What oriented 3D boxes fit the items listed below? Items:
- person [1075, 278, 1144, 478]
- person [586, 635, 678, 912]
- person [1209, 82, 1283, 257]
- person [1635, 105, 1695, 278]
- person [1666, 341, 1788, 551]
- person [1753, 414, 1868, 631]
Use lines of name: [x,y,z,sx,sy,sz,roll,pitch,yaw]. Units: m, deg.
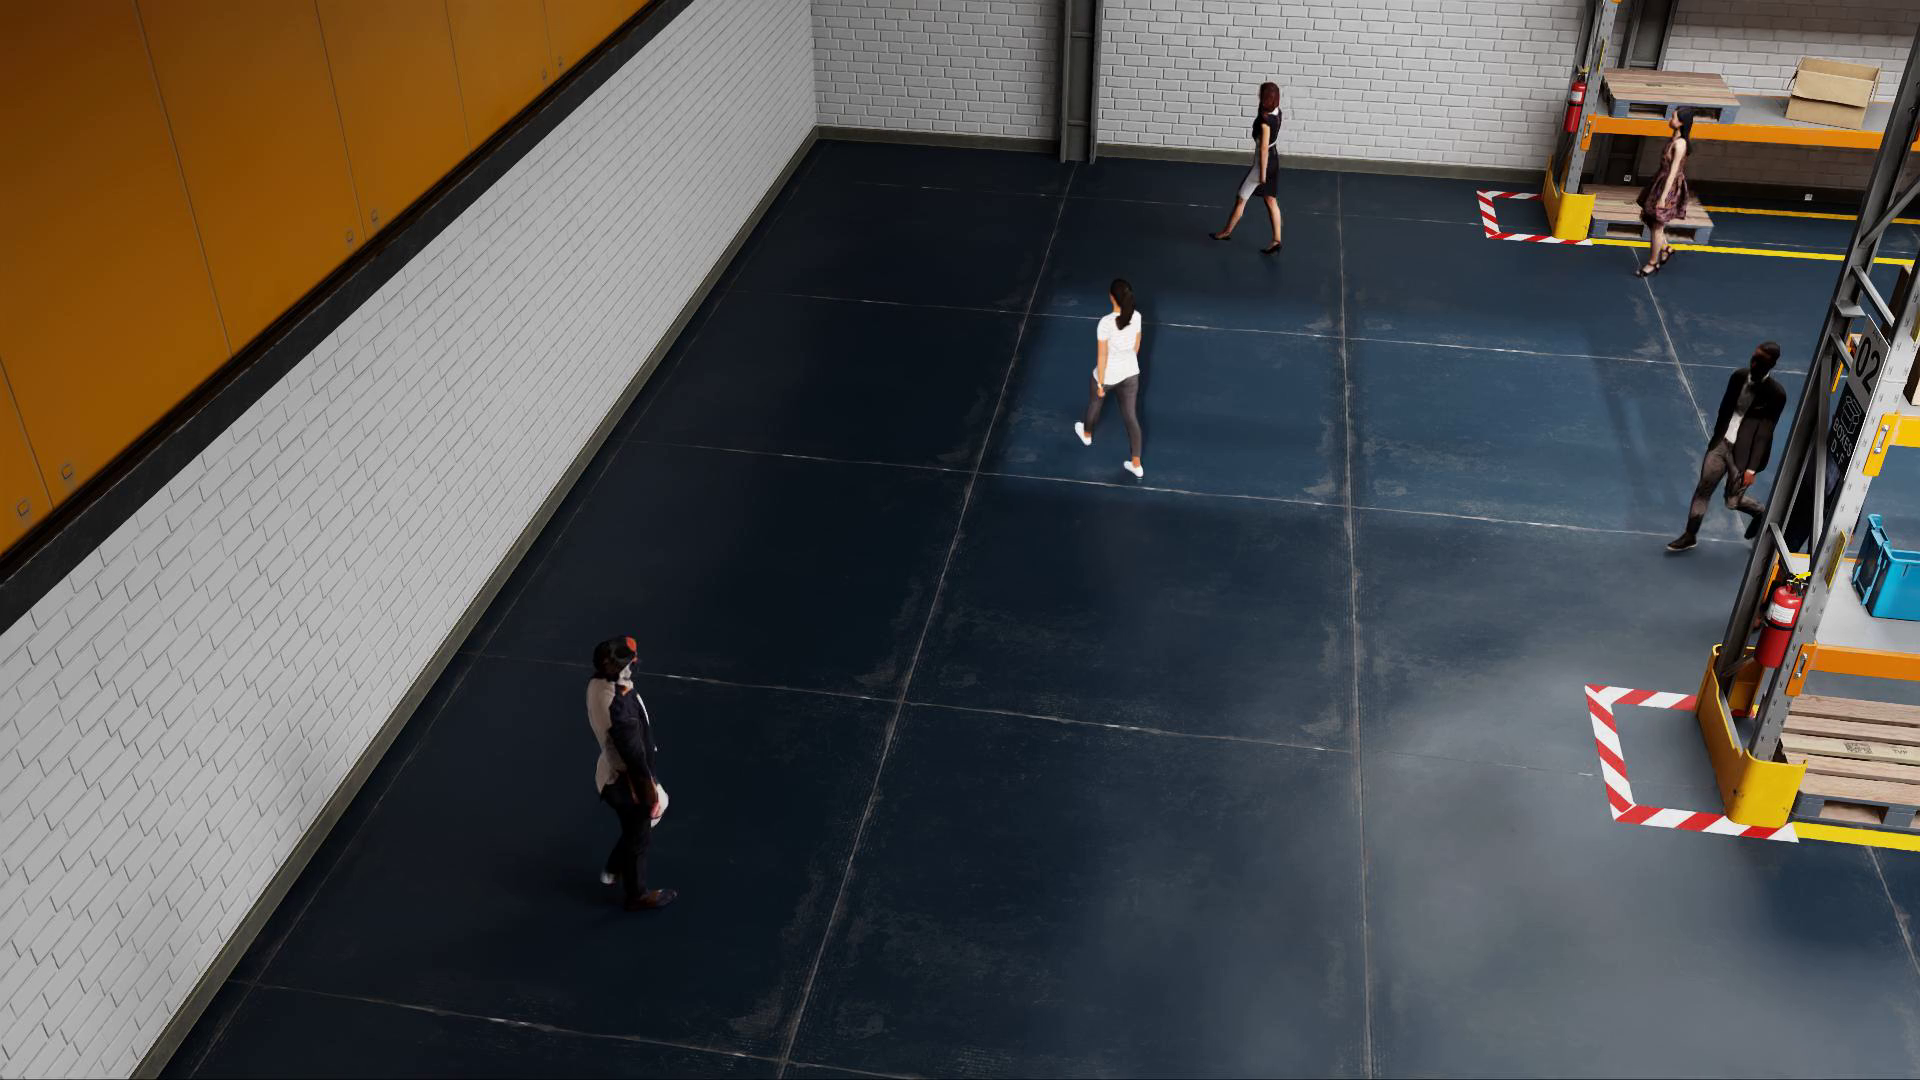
person: [1.297,-1.252,13.193,1.120,1.592,1.066,-14,36,-21]
person: [-1.894,1.323,9.058,0.859,1.881,0.831,-11,35,-16]
person: [3.138,-3.682,16.692,1.102,1.768,0.851,20,39,27]
person: [6.970,-3.372,16.230,0.740,1.762,0.666,10,35,14]
person: [5.727,-0.642,12.104,1.103,1.783,0.993,-12,35,-17]
person: [5.843,-0.151,11.351,0.579,1.798,0.796,12,36,18]
